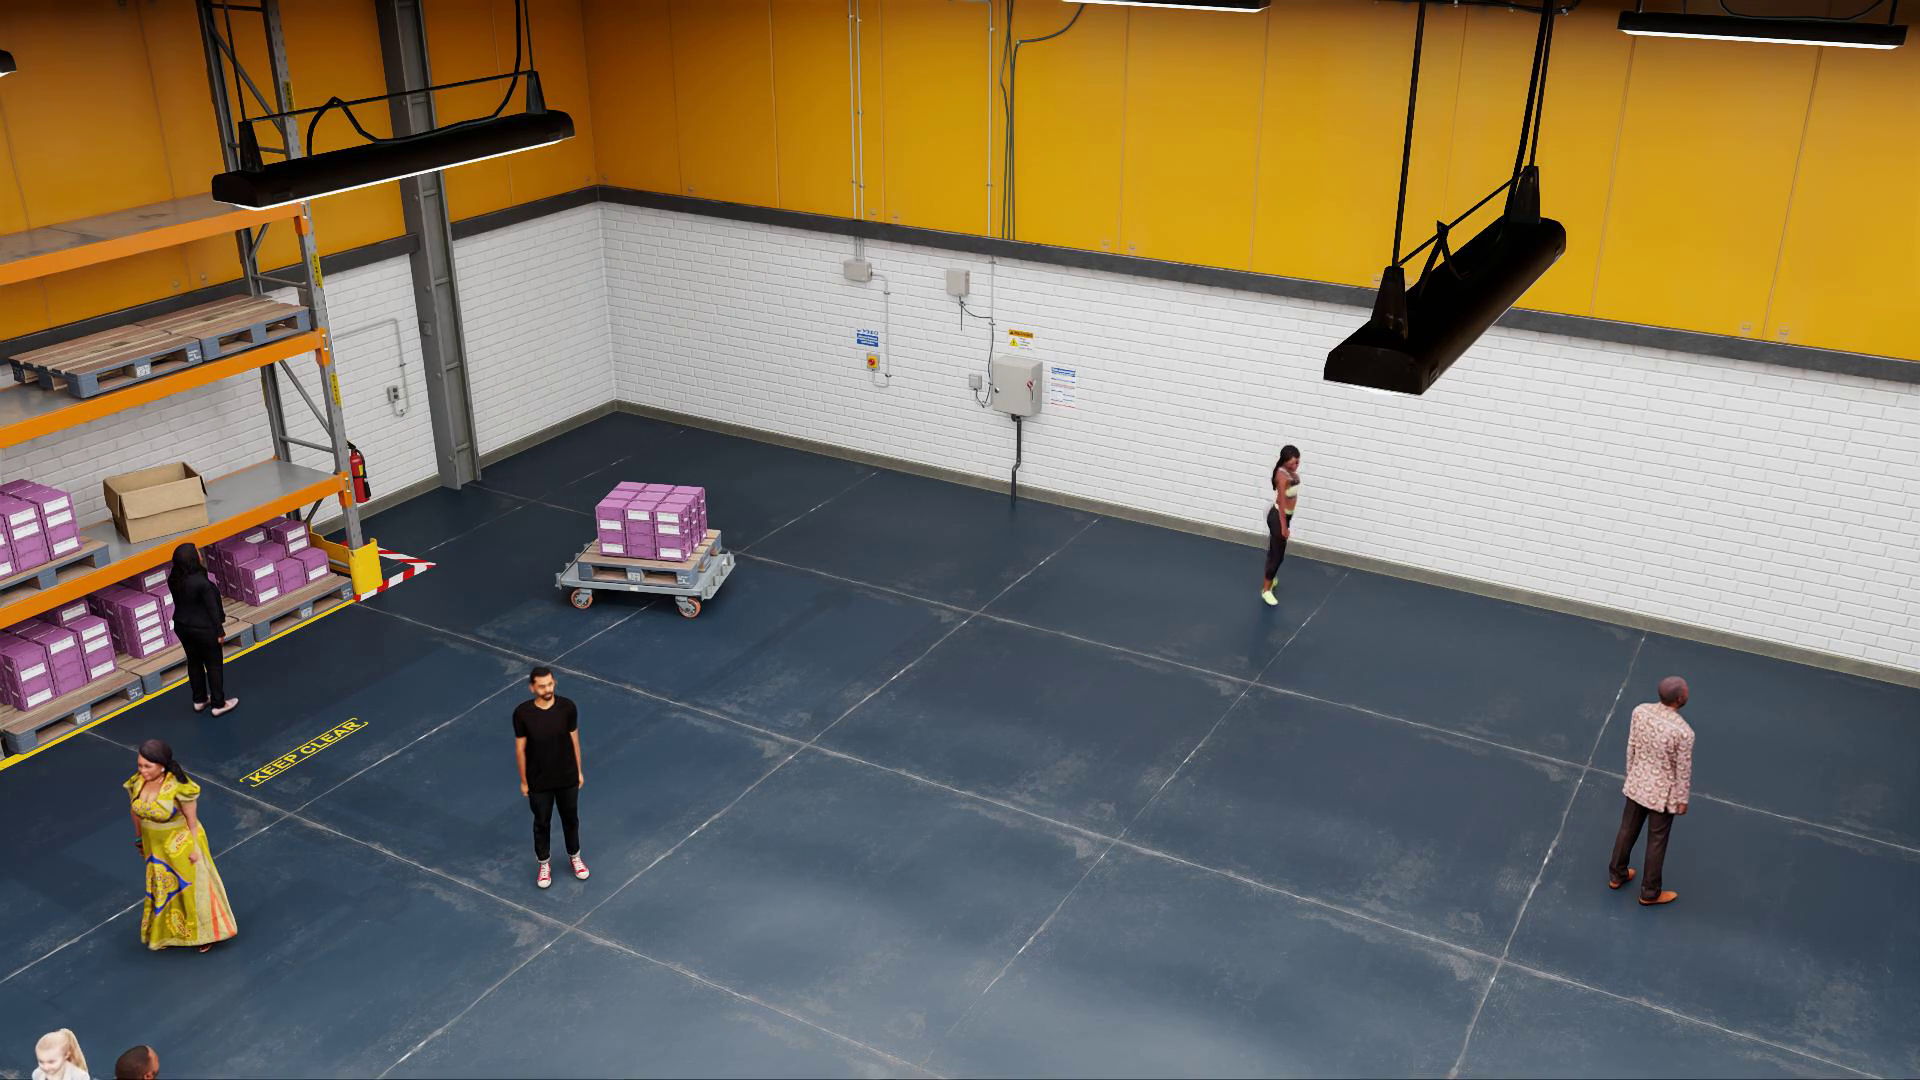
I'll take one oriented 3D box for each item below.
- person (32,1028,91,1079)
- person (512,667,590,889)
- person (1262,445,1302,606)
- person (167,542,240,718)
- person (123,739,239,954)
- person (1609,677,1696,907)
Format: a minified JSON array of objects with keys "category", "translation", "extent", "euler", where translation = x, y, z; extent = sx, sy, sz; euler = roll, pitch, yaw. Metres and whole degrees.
[{"category":"person","translation":[-4.990,3.295,9.435],"extent":[0.701,1.257,0.848],"euler":[2,24,5]},{"category":"person","translation":[-3.044,1.735,12.379],"extent":[0.702,1.757,0.786],"euler":[-10,25,-21]},{"category":"person","translation":[3.229,-0.220,16.883],"extent":[0.847,1.730,0.534],"euler":[4,24,9]},{"category":"person","translation":[-6.745,0.788,14.723],"extent":[0.670,1.615,0.676],"euler":[8,25,18]},{"category":"person","translation":[-5.509,2.118,11.622],"extent":[0.976,1.661,0.956],"euler":[3,24,6]},{"category":"person","translation":[5.066,1.811,12.141],"extent":[0.770,1.808,0.771],"euler":[-13,27,-28]}]
